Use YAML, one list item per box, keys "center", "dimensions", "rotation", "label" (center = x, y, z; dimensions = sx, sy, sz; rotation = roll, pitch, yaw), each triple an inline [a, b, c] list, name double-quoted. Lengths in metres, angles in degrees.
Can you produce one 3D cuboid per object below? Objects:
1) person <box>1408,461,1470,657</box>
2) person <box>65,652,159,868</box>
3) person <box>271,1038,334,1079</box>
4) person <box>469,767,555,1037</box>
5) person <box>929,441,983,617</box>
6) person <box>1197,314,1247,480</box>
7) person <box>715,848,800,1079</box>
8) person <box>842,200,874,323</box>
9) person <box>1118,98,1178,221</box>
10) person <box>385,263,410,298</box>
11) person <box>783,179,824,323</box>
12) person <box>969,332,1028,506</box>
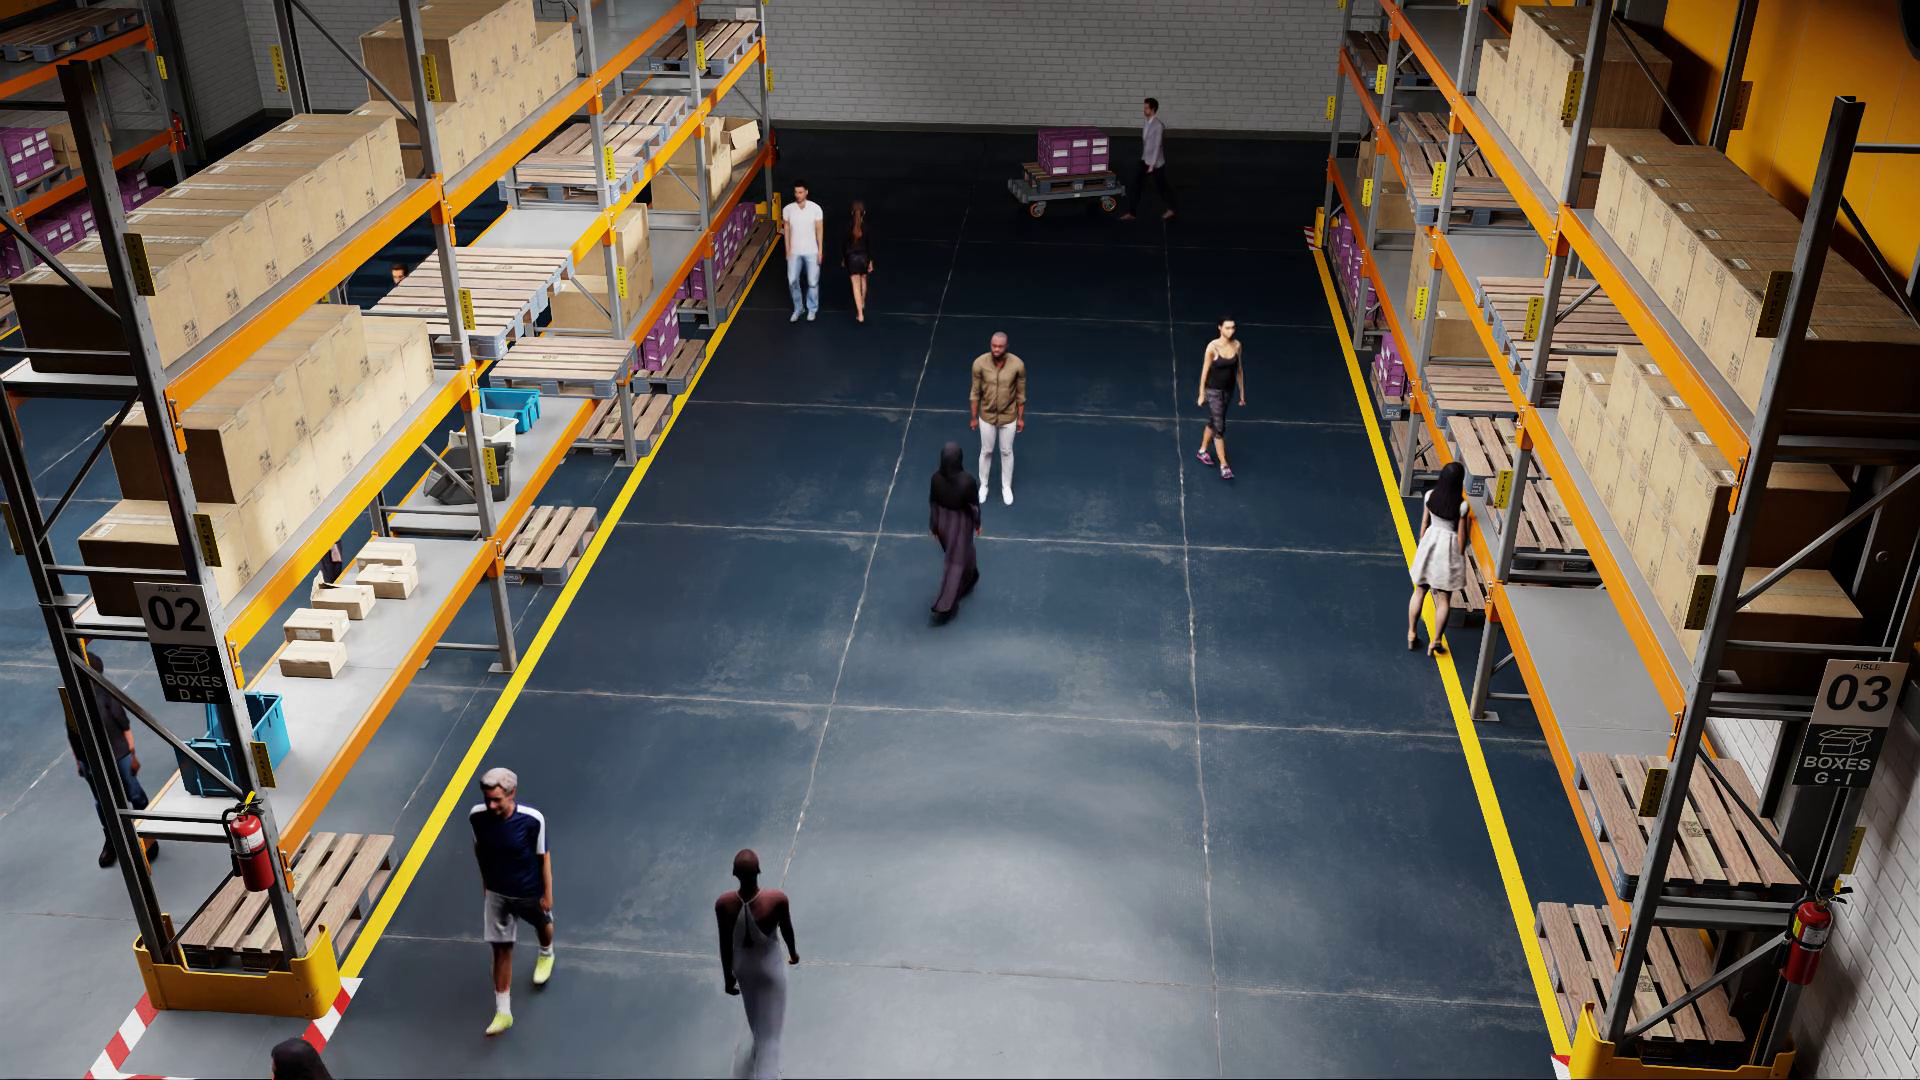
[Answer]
- center: [4.065, 0.151, 14.105]
  dimensions: [0.783, 1.769, 0.816]
  rotation: [21, 35, 34]
  label: "person"
- center: [-5.991, 1.512, 11.680]
  dimensions: [0.618, 1.701, 0.602]
  rotation: [-3, 29, -6]
  label: "person"
- center: [-3.209, 3.213, 8.582]
  dimensions: [0.905, 1.682, 1.098]
  rotation: [19, 34, 30]
  label: "person"
- center: [-2.754, 2.123, 10.461]
  dimensions: [0.684, 1.796, 1.104]
  rotation: [1, 29, 2]
  label: "person"
- center: [-0.077, -0.093, 14.725]
  dimensions: [0.895, 1.604, 1.193]
  rotation: [14, 32, 24]
  label: "person"
- center: [2.653, -1.560, 17.306]
  dimensions: [0.886, 1.707, 1.064]
  rotation: [-12, 31, -21]
  label: "person"
- center: [-1.163, 2.600, 9.650]
  dimensions: [0.608, 1.735, 1.156]
  rotation: [1, 29, 2]
  label: "person"
- center: [-1.286, -3.497, 21.053]
  dimensions: [0.739, 1.520, 1.104]
  rotation: [-5, 29, -9]
  label: "person"
- center: [2.938, -5.606, 24.623]
  dimensions: [1.149, 1.804, 1.223]
  rotation: [-14, 32, -24]
  label: "person"
- center: [-6.008, -2.198, 18.357]
  dimensions: [0.742, 1.821, 1.099]
  rotation: [-1, 29, -2]
  label: "person"
- center: [-1.943, -3.685, 21.057]
  dimensions: [0.669, 1.845, 0.627]
  rotation: [3, 29, 6]
  label: "person"
- center: [0.381, -1.239, 16.595]
  dimensions: [0.737, 1.824, 0.564]
  rotation: [1, 29, 1]
  label: "person"
